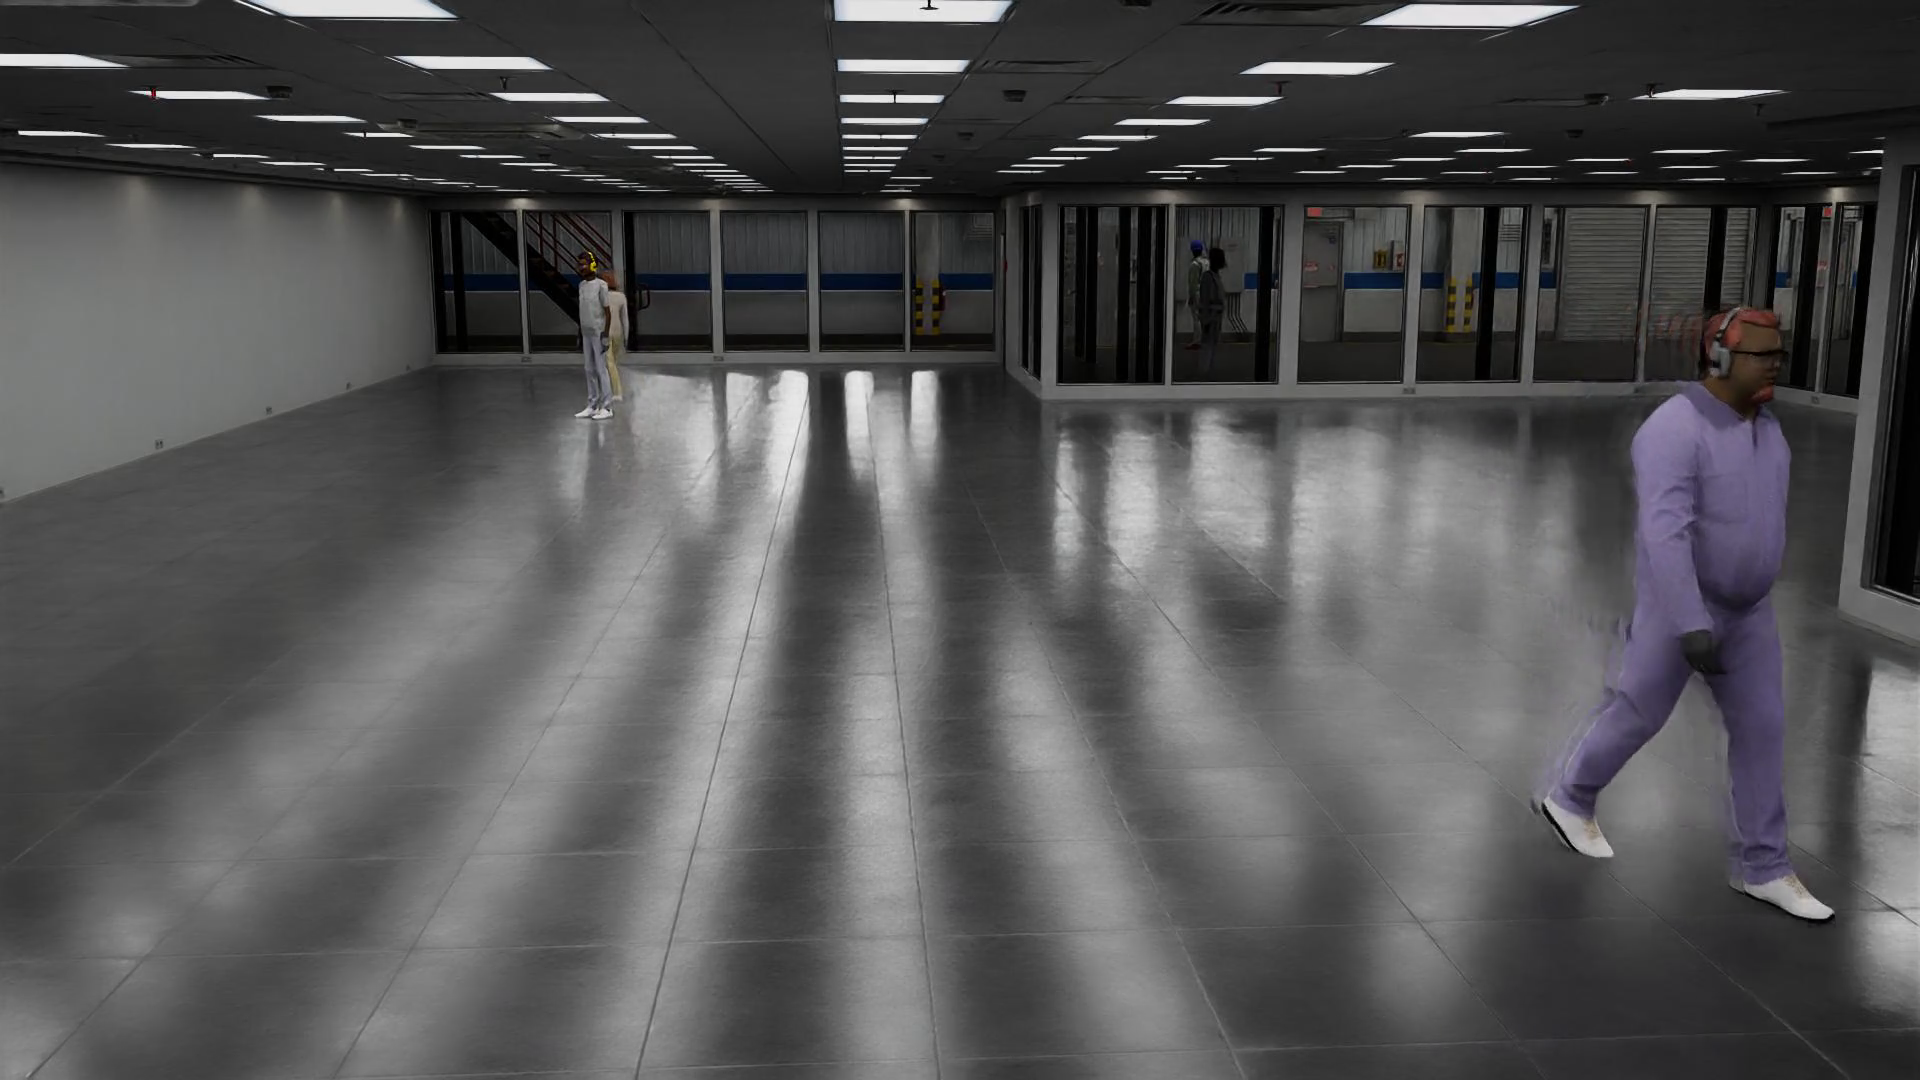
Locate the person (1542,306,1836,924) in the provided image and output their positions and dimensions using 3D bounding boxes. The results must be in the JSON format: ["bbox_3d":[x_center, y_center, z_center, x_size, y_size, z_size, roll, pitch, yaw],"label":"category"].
[{"bbox_3d":[2.313,0.194,5.270,0.642,1.870,0.954,-5,12,-26],"label":"person"}]

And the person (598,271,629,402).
[{"bbox_3d":[-4.396,-2.526,20.648,0.515,1.587,0.843,-8,13,-37],"label":"person"}]

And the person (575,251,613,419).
[{"bbox_3d":[-4.104,-2.282,18.603,0.530,1.869,0.311,9,14,40],"label":"person"}]
